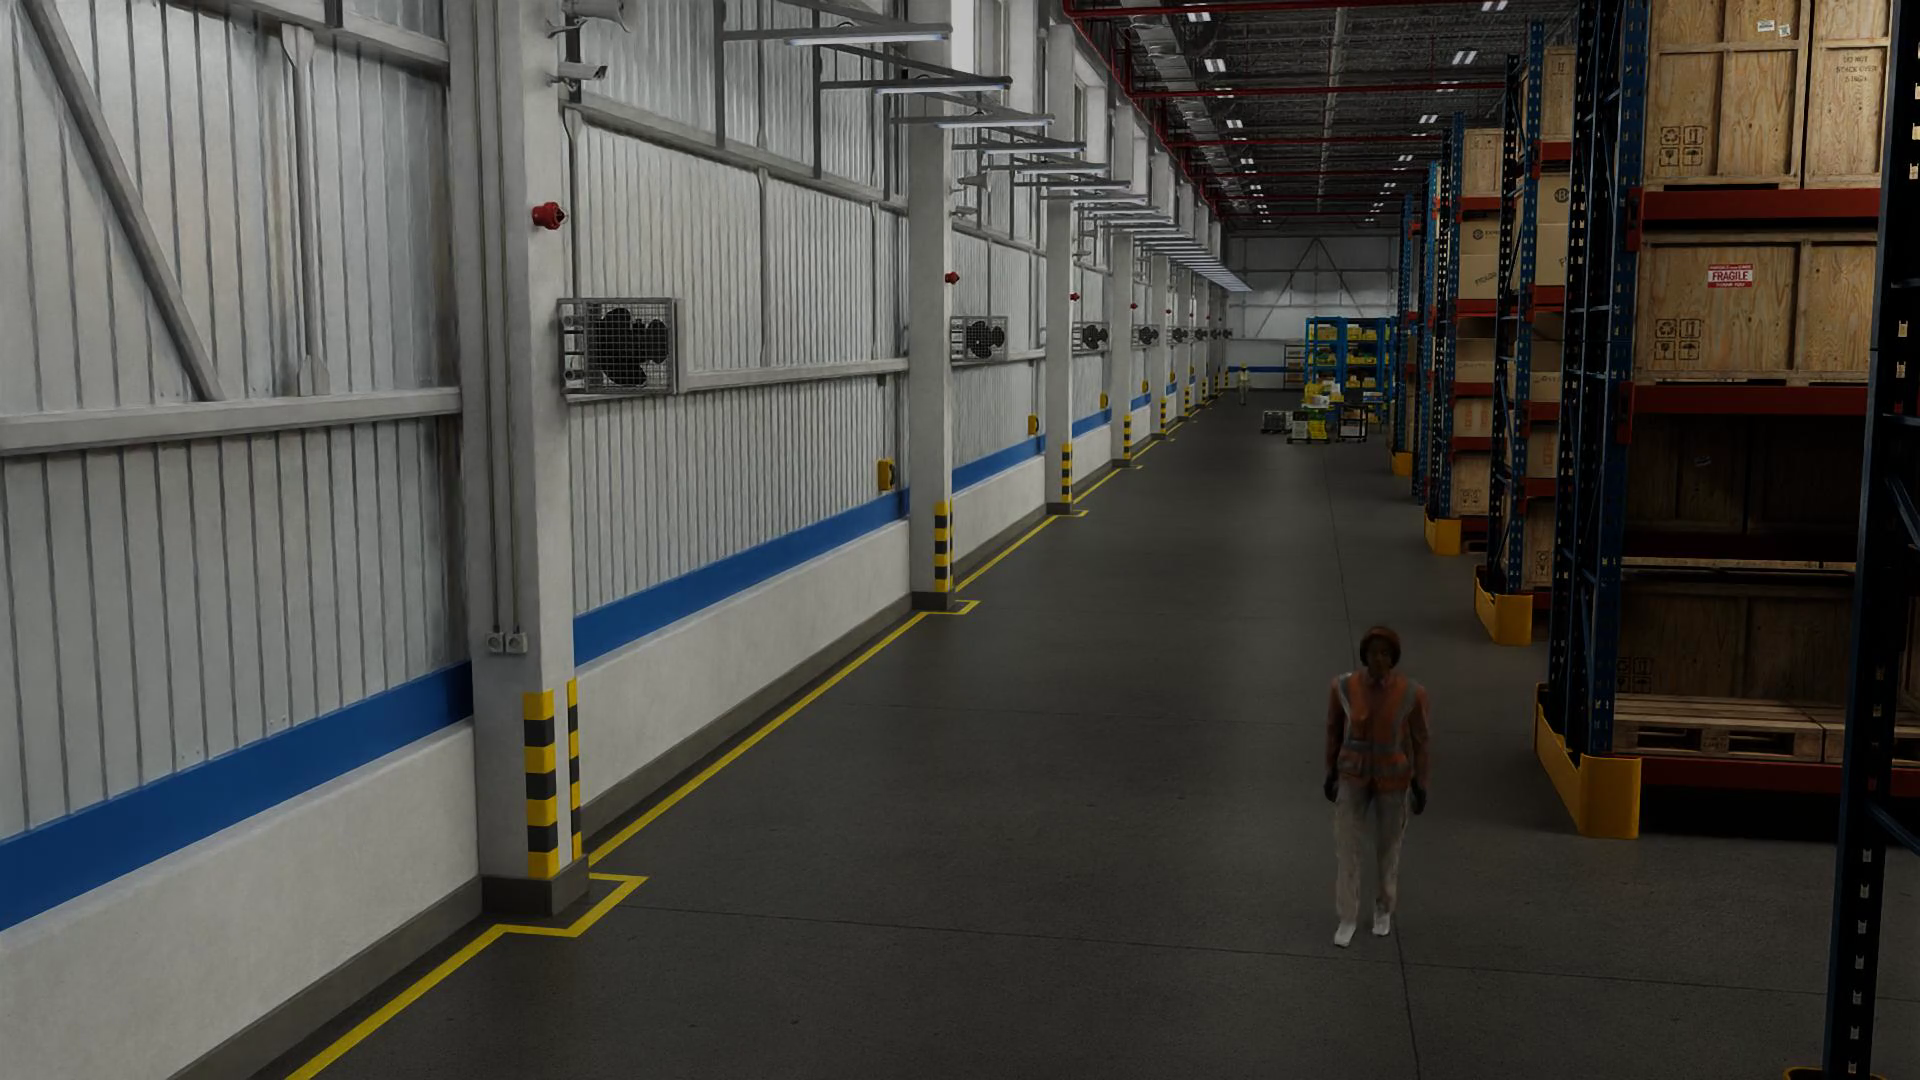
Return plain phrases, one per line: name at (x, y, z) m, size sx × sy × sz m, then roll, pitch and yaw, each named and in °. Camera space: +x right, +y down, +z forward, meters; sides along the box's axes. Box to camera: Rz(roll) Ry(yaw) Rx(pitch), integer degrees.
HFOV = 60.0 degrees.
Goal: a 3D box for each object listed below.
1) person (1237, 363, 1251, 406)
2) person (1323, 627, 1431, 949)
person at (11.924, -6.530, 69.894) m, size 0.612 × 1.816 × 0.600 m, roll 0°, pitch 7°, yaw 2°
person at (2.092, 1.247, 8.392) m, size 0.538 × 1.620 × 0.652 m, roll 3°, pitch 8°, yaw 21°
